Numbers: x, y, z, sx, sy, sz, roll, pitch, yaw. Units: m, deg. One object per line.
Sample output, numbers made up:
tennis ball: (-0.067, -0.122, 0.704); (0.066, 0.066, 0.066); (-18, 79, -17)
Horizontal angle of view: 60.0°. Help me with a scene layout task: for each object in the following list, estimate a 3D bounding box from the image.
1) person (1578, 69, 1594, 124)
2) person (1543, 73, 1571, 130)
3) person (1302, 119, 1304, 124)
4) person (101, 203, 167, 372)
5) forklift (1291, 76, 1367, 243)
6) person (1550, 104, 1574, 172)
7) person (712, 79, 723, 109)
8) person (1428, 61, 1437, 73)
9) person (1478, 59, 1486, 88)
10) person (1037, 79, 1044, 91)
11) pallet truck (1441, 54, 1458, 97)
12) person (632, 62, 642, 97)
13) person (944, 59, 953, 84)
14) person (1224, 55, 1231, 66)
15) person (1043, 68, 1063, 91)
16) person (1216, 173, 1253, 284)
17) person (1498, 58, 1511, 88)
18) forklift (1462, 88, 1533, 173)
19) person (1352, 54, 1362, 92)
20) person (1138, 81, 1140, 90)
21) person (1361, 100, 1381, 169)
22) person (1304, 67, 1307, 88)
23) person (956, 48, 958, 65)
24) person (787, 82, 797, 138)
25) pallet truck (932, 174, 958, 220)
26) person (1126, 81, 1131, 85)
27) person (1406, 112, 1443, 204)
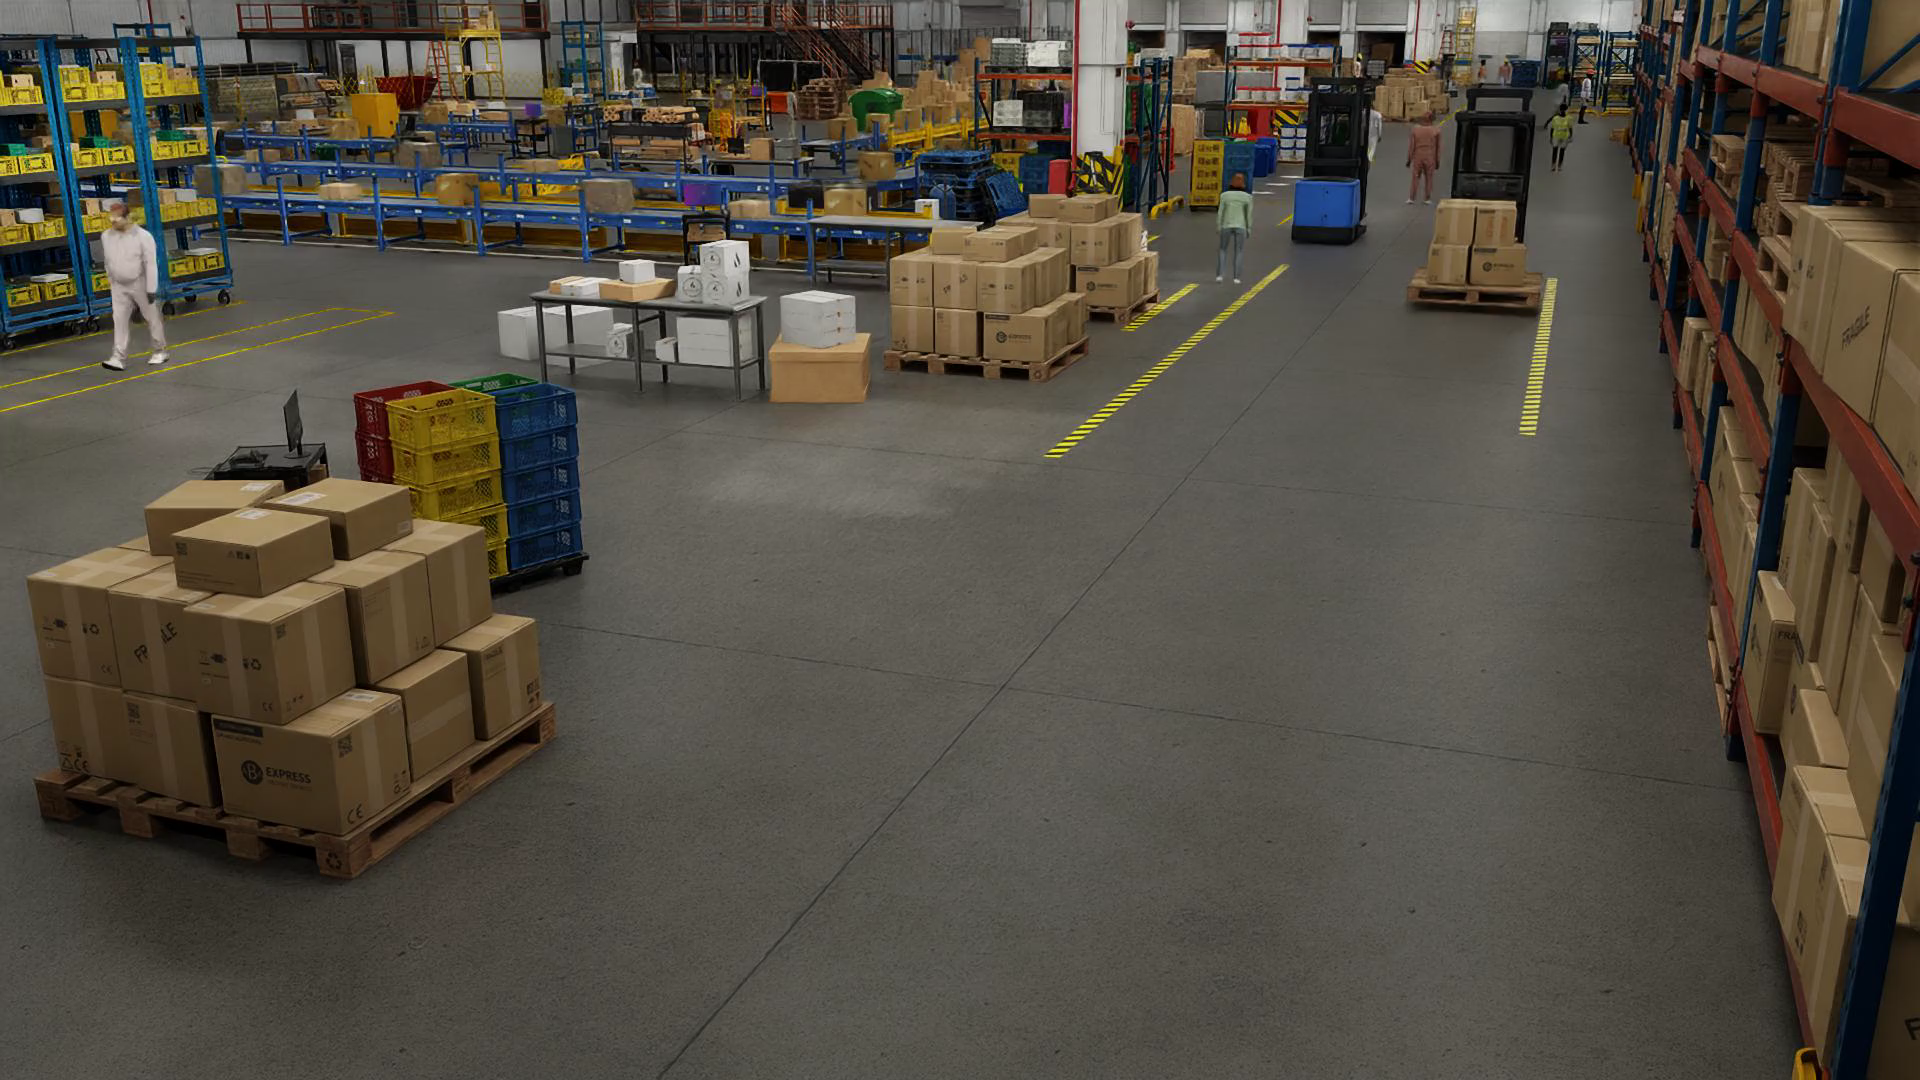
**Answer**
person: (22.534, -15.940, 59.795); (0.399, 1.928, 0.542); (2, 18, 6)
person: (20.053, -14.633, 55.667); (0.711, 1.937, 0.645); (0, 18, -1)
person: (11.706, -15.202, 57.532); (0.997, 1.880, 0.574); (-1, 18, -3)
person: (-9.358, -2.837, 18.722); (0.676, 1.852, 0.976); (2, 18, 5)
forklift: (6.598, -6.755, 29.381); (1.129, 2.768, 1.873); (6, 19, 19)
person: (15.188, -10.148, 42.010); (0.552, 1.661, 0.809); (4, 18, 13)
person: (-7.980, -14.368, 55.116); (0.435, 1.752, 0.547); (-2, 18, -7)
person: (20.948, -20.389, 73.995); (0.953, 1.799, 0.634); (1, 18, 5)
person: (25.194, -22.338, 80.277); (0.345, 1.678, 0.544); (13, 22, 35)
person: (3.288, -17.848, 65.672); (0.964, 2.014, 0.618); (-4, 18, -12)
pallet truck: (22.765, -21.886, 78.355); (0.823, 1.965, 1.885); (-4, 18, -14)
person: (-13.746, -19.317, 70.525); (0.943, 1.839, 0.609); (12, 21, 33)
person: (-0.471, -21.067, 76.104); (0.906, 1.813, 0.630); (-8, 19, -24)
person: (12.721, -22.258, 79.651); (0.837, 1.911, 0.650); (9, 20, 27)
person: (3.343, -15.861, 59.355); (0.688, 2.000, 0.536); (6, 18, 17)
person: (4.077, -4.620, 24.721); (0.510, 1.619, 0.296); (2, 18, 8)
person: (26.421, -22.509, 80.775); (0.527, 1.712, 0.915); (0, 18, -1)
forklift: (7.940, -5.315, 24.855); (1.129, 2.768, 1.873); (6, 19, 18)
person: (19.267, -22.580, 80.668); (0.378, 1.918, 0.585); (12, 21, 34)
person: (8.762, -22.245, 79.598); (0.594, 1.926, 0.366); (10, 20, 30)
person: (10.386, -10.310, 42.273); (0.604, 1.816, 0.649); (8, 19, 24)
person: (15.998, -21.764, 78.032); (0.844, 1.963, 0.627); (-2, 18, -7)
person: (-0.077, -27.254, 95.309); (1.024, 1.936, 0.657); (-6, 19, -18)
person: (-5.058, -12.879, 50.262); (0.332, 1.872, 0.514); (-9, 20, -26)
pallet truck: (-0.507, -5.292, 27.348); (0.653, 1.274, 1.630); (6, 19, 19)
person: (7.127, -20.053, 72.871); (0.939, 1.824, 0.571); (-13, 22, -35)
person: (9.764, -8.030, 35.027); (0.742, 1.886, 0.400); (8, 19, 24)
